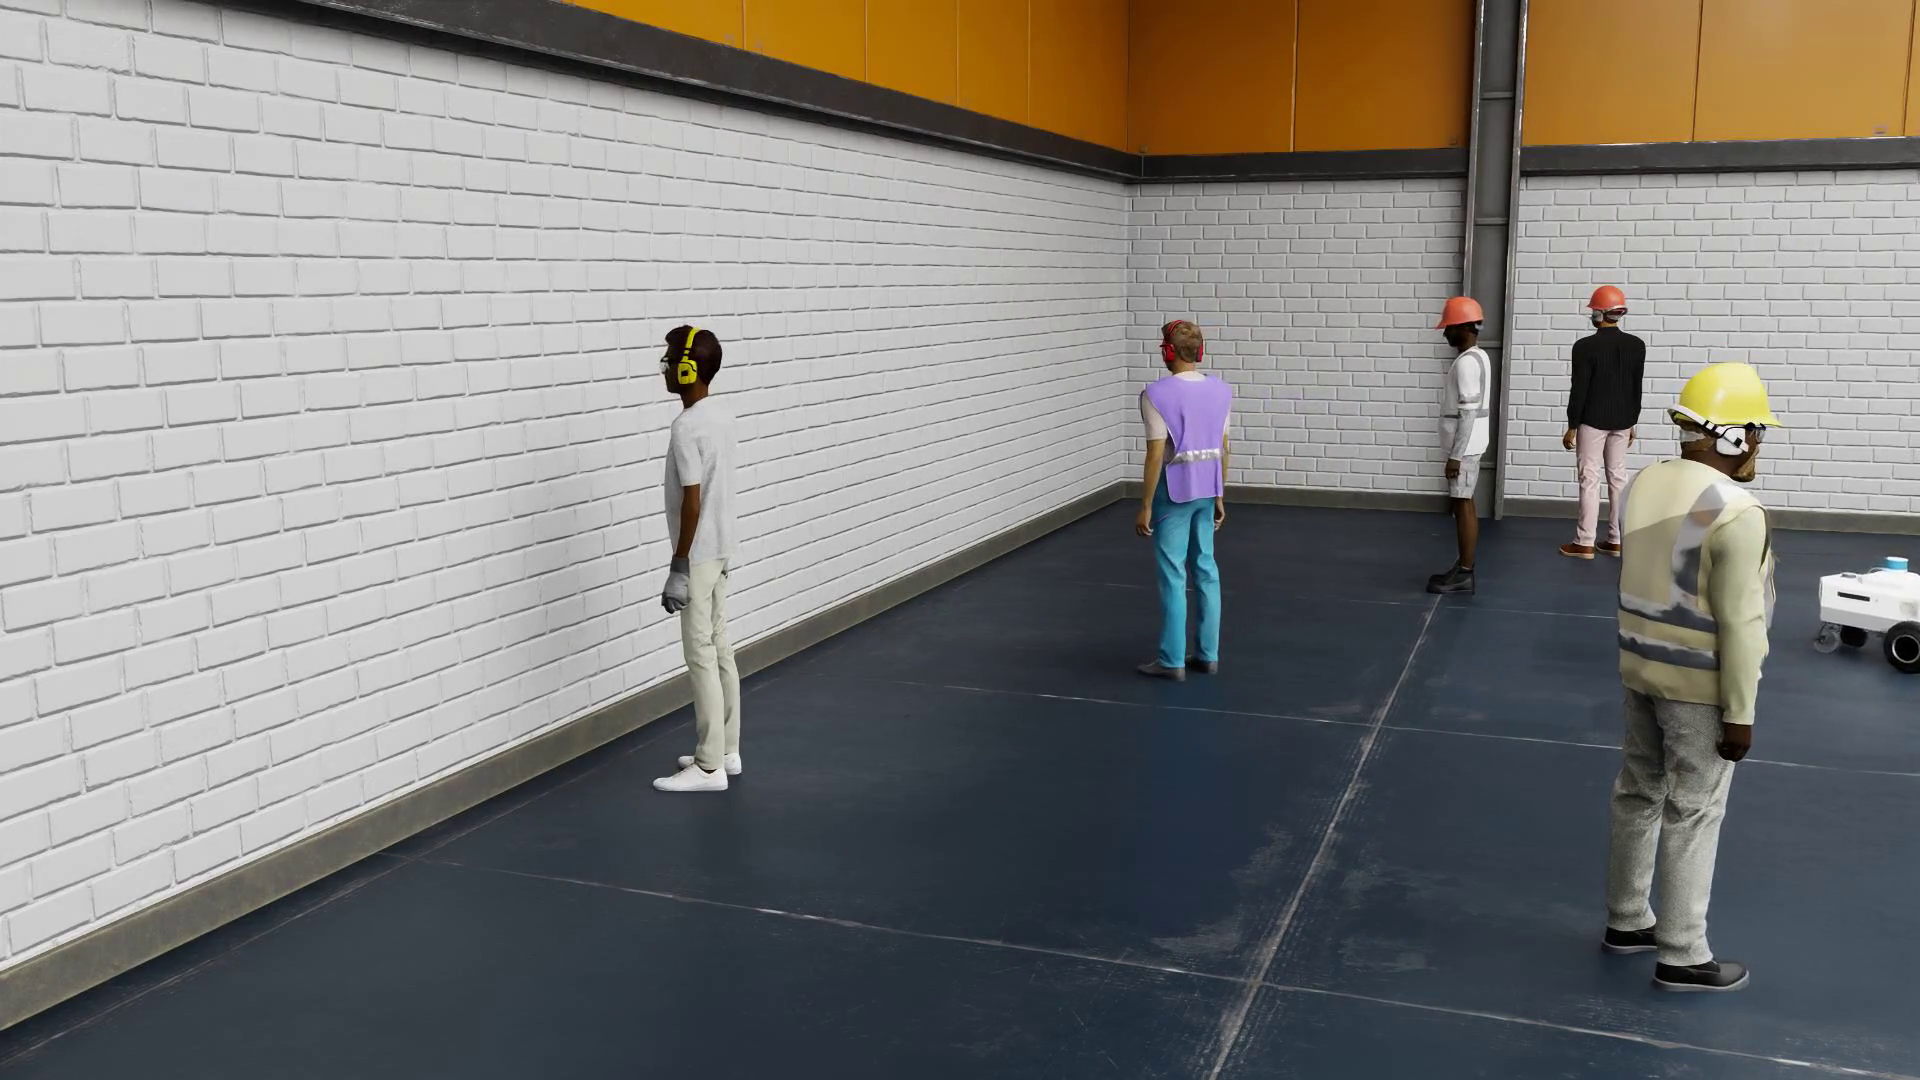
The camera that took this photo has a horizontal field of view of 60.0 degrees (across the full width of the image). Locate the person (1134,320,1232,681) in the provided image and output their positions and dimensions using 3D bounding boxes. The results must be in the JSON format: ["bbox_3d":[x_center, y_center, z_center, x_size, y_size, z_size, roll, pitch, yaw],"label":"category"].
[{"bbox_3d":[1.153,-0.196,8.509,0.572,1.840,0.373,-6,11,-34],"label":"person"}]

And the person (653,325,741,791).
[{"bbox_3d":[-1.063,0.077,6.699,0.328,1.876,0.513,2,9,10],"label":"person"}]

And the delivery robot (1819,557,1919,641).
[{"bbox_3d":[4.997,0.336,8.904,0.477,0.478,0.707,-5,10,-30],"label":"delivery robot"}]

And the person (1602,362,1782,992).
[{"bbox_3d":[2.135,0.399,4.847,0.403,1.824,0.592,-2,9,-11],"label":"person"}]

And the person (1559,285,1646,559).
[{"bbox_3d":[4.702,-0.858,12.180,0.613,1.997,0.374,-3,10,-18],"label":"person"}]

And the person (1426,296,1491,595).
[{"bbox_3d":[3.245,-0.608,10.812,0.361,1.935,0.544,3,10,21],"label":"person"}]
